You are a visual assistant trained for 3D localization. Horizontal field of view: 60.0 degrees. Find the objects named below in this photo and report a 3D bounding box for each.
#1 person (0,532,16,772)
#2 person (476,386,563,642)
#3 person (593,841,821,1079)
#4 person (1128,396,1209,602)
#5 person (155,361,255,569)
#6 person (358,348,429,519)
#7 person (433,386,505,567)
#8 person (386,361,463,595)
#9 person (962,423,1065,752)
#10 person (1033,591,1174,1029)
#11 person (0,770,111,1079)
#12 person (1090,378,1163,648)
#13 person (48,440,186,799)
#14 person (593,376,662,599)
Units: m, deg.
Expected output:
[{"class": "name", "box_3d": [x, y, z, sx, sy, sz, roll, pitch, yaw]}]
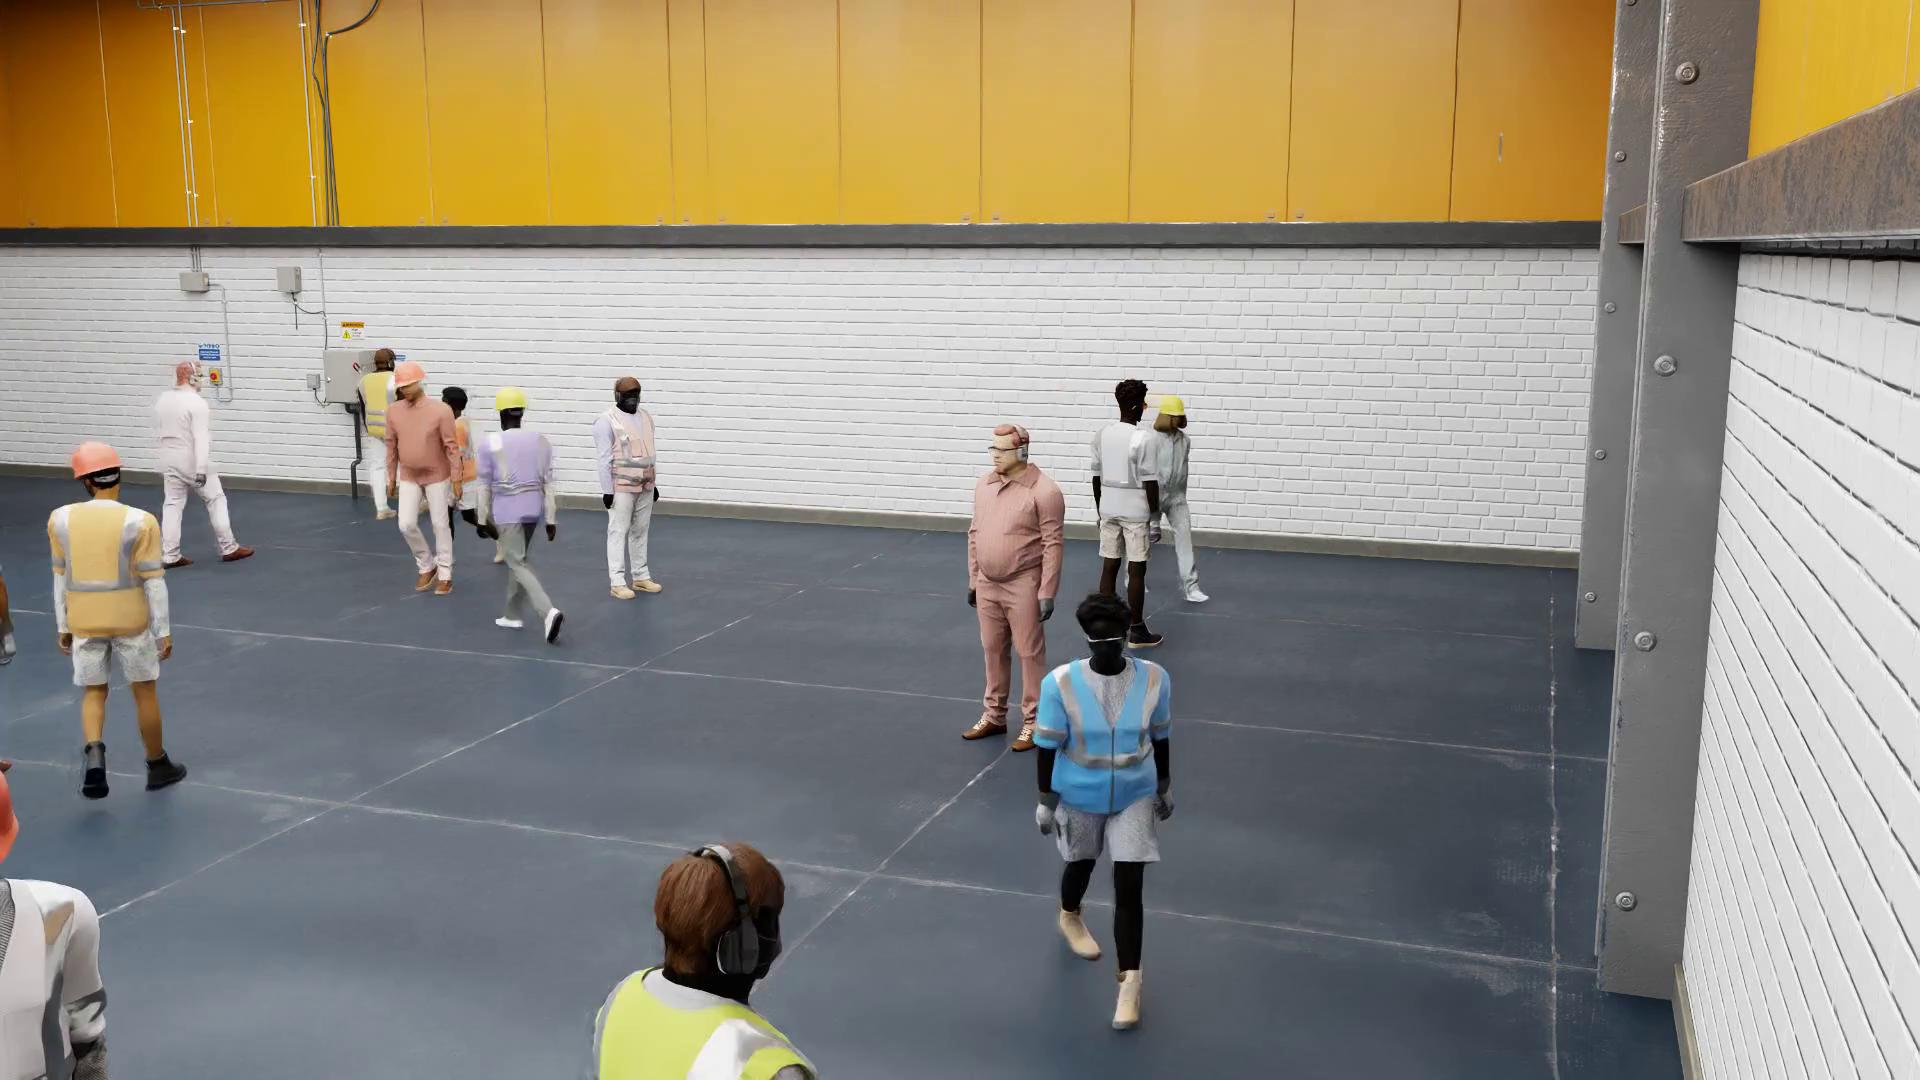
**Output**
[{"class": "person", "box_3d": [-5.280, 0.481, 8.738, 0.516, 1.833, 0.942, -1, 10, -4]}, {"class": "person", "box_3d": [-3.251, -0.200, 12.405, 0.936, 1.887, 0.577, 8, 13, 39]}, {"class": "person", "box_3d": [-0.491, 1.469, 3.151, 0.740, 1.823, 0.633, -7, 12, -34]}, {"class": "person", "box_3d": [1.708, -0.355, 13.798, 0.505, 1.693, 0.913, -6, 12, -30]}, {"class": "person", "box_3d": [-6.976, -0.698, 15.246, 0.668, 1.872, 0.890, 5, 11, 26]}, {"class": "person", "box_3d": [-6.088, -1.154, 17.930, 0.658, 1.816, 0.759, 3, 11, 17]}, {"class": "person", "box_3d": [-4.479, -0.574, 15.099, 0.793, 1.665, 0.532, -3, 11, -18]}, {"class": "person", "box_3d": [-4.481, -0.517, 13.904, 0.671, 1.974, 0.440, 1, 10, 3]}, {"class": "person", "box_3d": [0.286, 0.268, 9.691, 0.651, 1.905, 0.409, 9, 13, 40]}, {"class": "person", "box_3d": [0.558, 0.968, 6.487, 0.575, 1.642, 0.866, -1, 10, -4]}, {"class": "person", "box_3d": [-2.031, 1.362, 3.471, 0.543, 1.928, 0.373, -9, 13, -41]}, {"class": "person", "box_3d": [1.223, -0.197, 12.134, 0.366, 1.967, 0.602, -10, 14, -44]}, {"class": "person", "box_3d": [-4.448, 0.437, 8.715, 0.580, 1.910, 0.678, -1, 10, -7]}, {"class": "person", "box_3d": [-2.745, -0.443, 13.876, 0.429, 1.842, 0.633, 6, 12, 32]}]
